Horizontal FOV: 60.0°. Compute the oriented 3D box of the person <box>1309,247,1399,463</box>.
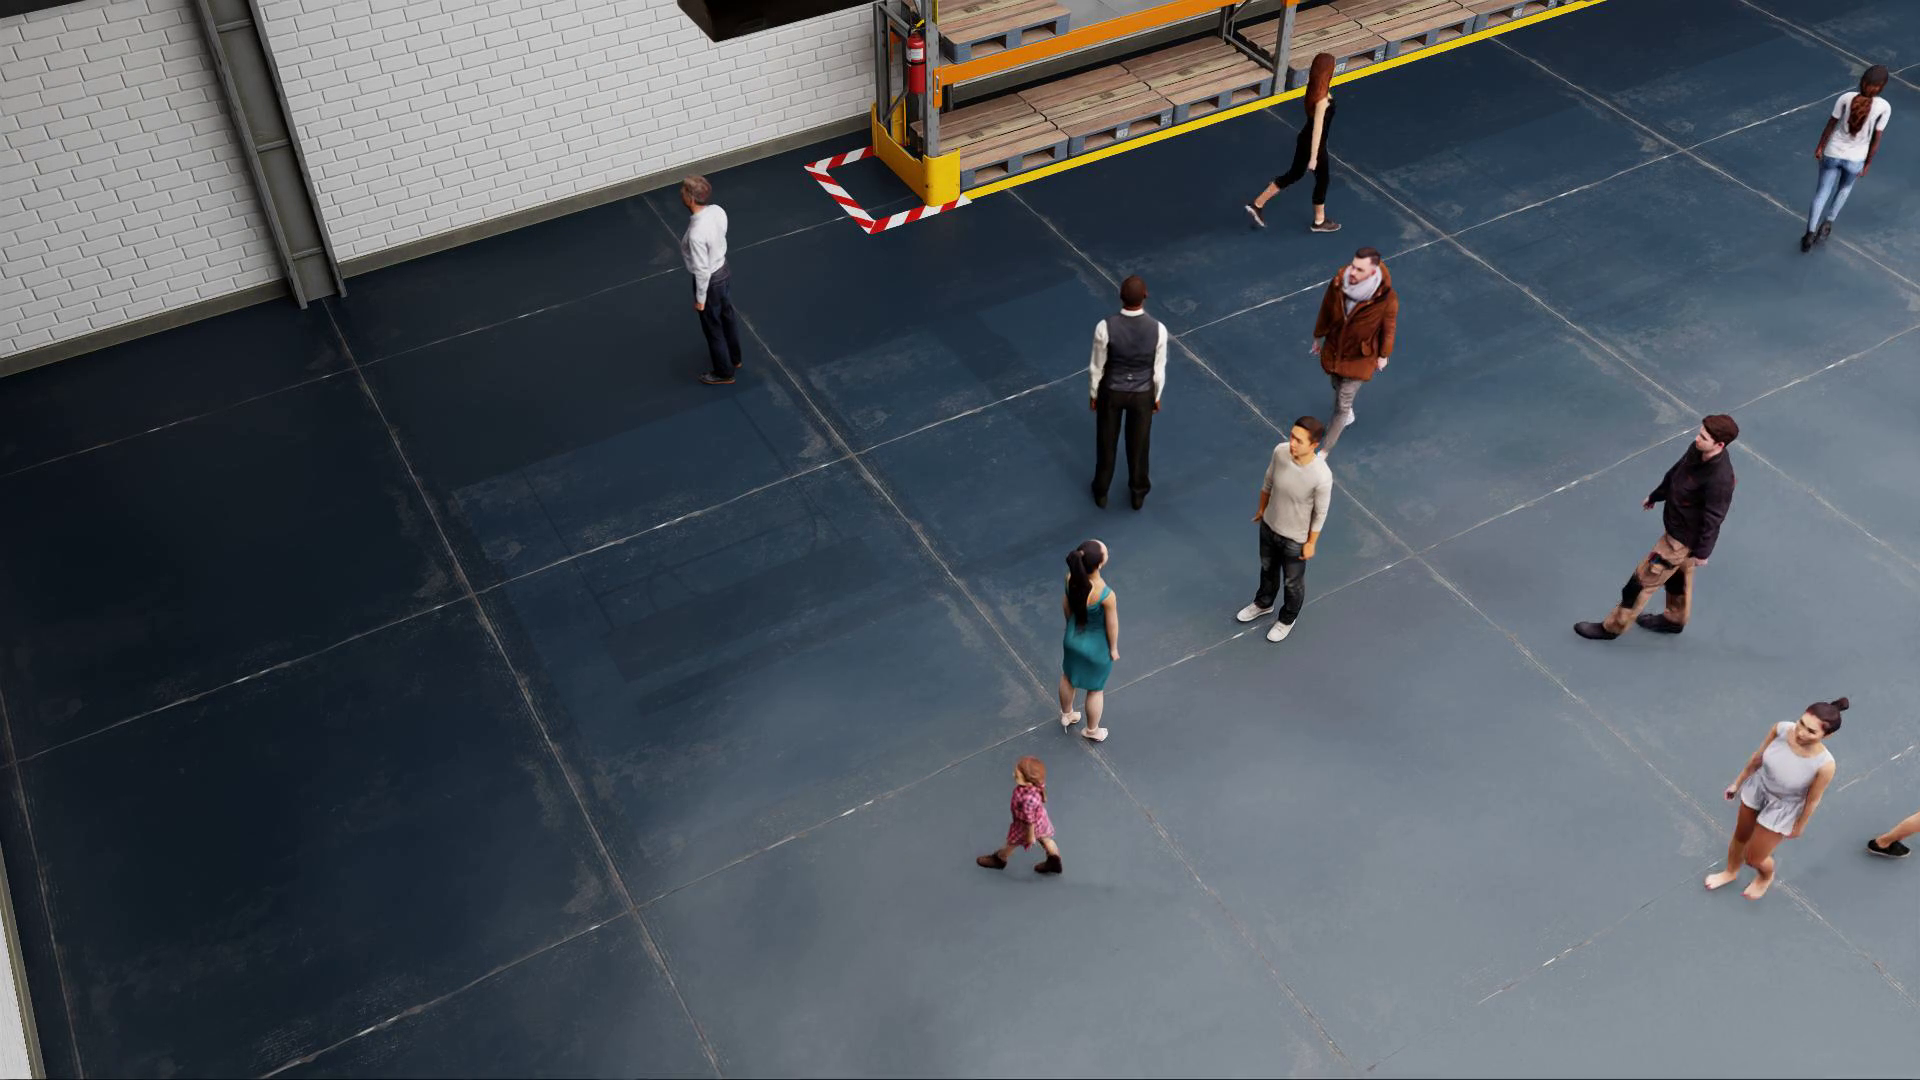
[{"bbox_3d":[2.918,-1.413,12.259,0.910,1.784,1.195,34,53,30],"label":"person"}]

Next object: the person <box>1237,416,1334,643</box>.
[{"bbox_3d":[2.158,-0.098,10.857,0.609,1.812,0.688,-31,52,-28],"label":"person"}]

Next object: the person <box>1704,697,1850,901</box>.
[{"bbox_3d":[4.654,1.441,9.392,0.604,1.605,0.608,-15,46,-15],"label":"person"}]

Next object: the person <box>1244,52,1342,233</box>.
[{"bbox_3d":[2.956,-3.401,14.408,1.187,1.696,0.907,-3,44,-4],"label":"person"}]

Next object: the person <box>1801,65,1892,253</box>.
[{"bbox_3d":[7.537,-3.222,14.207,0.754,1.714,0.811,21,47,21],"label":"person"}]

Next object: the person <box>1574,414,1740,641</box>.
[{"bbox_3d":[4.769,-0.050,10.745,1.149,1.897,1.055,7,44,7],"label":"person"}]

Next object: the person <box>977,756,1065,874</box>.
[{"bbox_3d":[0.445,1.619,9.643,0.786,1.002,0.687,6,44,6],"label":"person"}]

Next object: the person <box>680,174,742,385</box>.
[{"bbox_3d":[-1.931,-2.013,12.863,0.786,1.819,0.720,11,45,11],"label":"person"}]

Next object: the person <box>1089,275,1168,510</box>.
[{"bbox_3d":[1.176,-1.025,11.756,0.735,1.914,0.840,4,44,4],"label":"person"}]

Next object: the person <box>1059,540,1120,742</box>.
[{"bbox_3d":[0.782,0.623,10.192,0.599,1.687,0.580,32,52,29],"label":"person"}]
